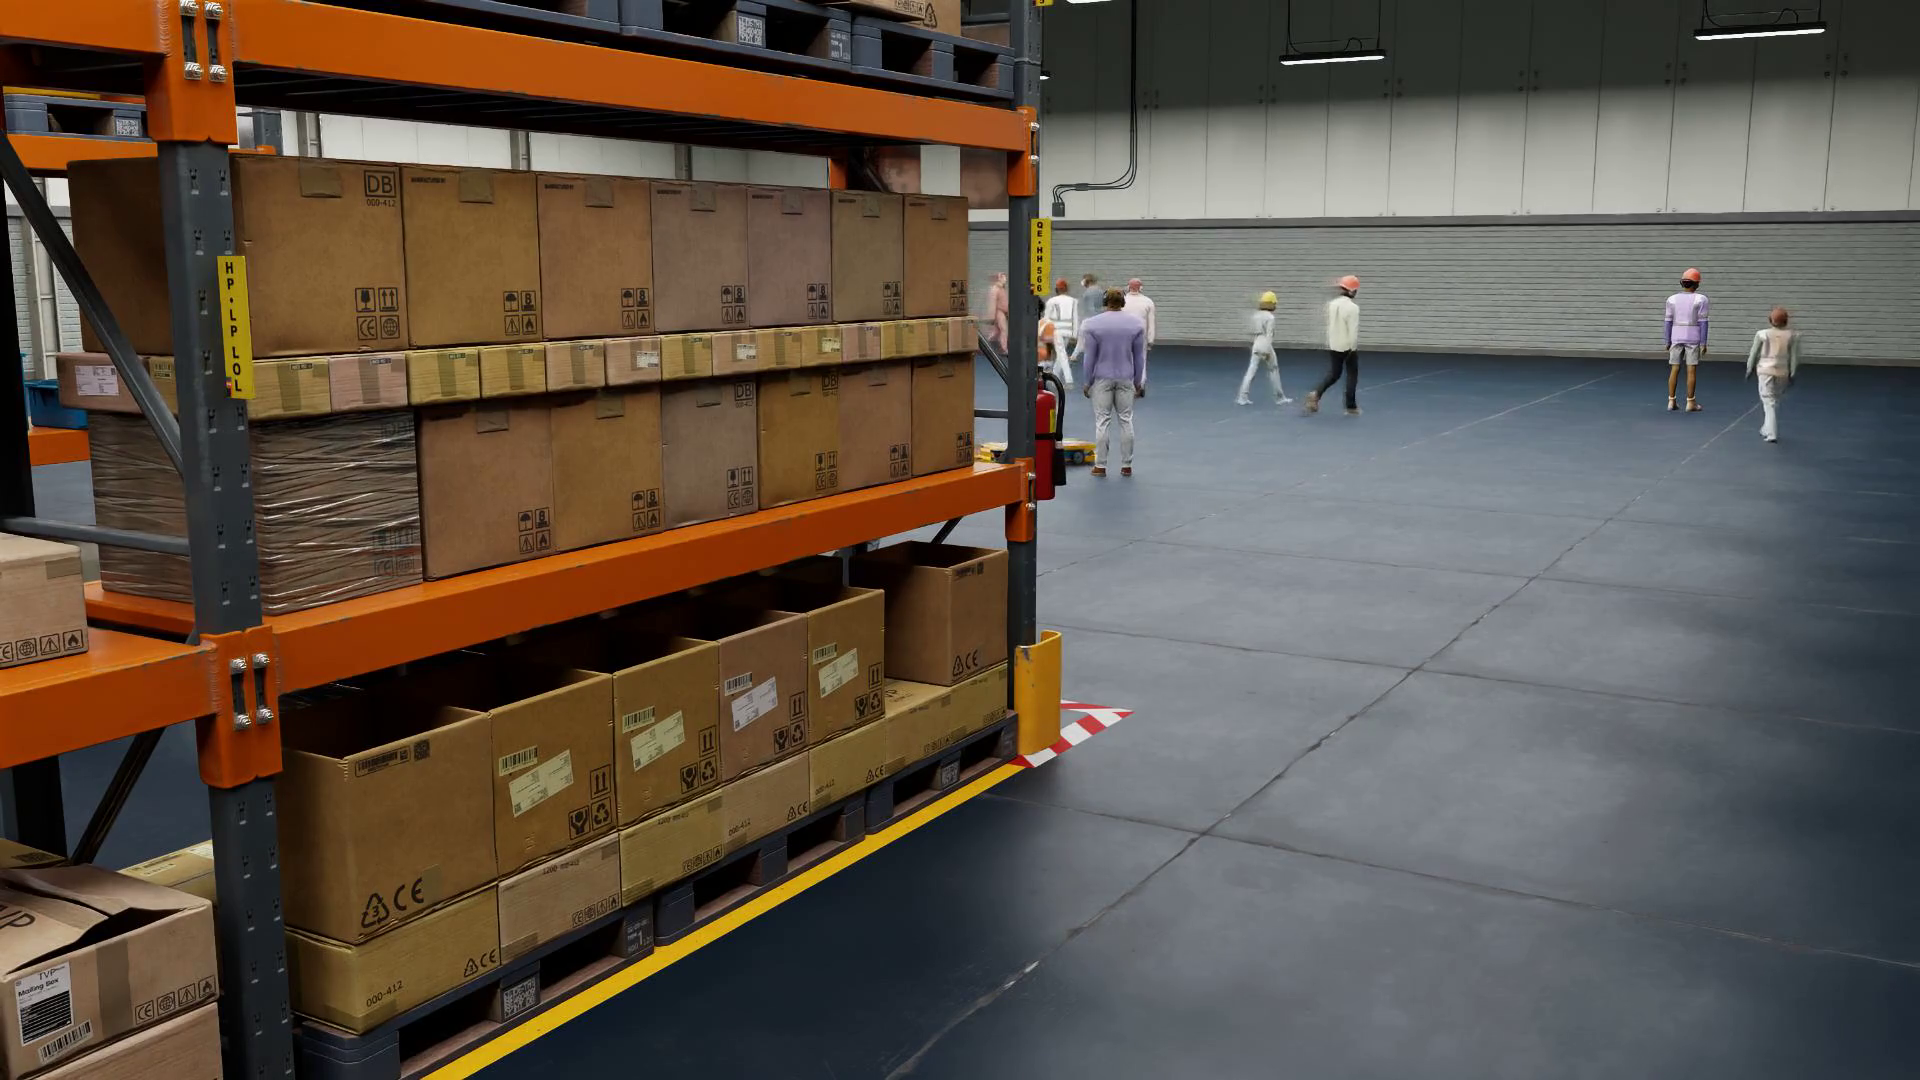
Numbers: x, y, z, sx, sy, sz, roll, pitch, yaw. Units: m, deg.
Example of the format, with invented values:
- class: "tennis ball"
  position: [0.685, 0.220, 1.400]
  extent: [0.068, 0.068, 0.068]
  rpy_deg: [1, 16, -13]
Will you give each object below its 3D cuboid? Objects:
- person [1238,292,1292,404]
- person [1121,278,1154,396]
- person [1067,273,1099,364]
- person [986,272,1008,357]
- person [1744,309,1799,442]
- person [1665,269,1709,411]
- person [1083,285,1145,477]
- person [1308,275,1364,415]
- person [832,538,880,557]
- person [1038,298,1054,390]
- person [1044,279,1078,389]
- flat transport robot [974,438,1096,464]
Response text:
- class: "person"
  position: [4.573, -2.873, 24.981]
  extent: [0.890, 1.698, 0.492]
  rpy_deg: [-5, 11, -27]
- class: "person"
  position: [2.725, -3.178, 26.243]
  extent: [0.641, 1.877, 0.748]
  rpy_deg: [0, 10, 2]
- class: "person"
  position: [2.665, -4.539, 34.190]
  extent: [1.034, 1.885, 0.653]
  rpy_deg: [2, 10, 10]
- class: "person"
  position: [0.832, -5.006, 36.920]
  extent: [0.799, 1.883, 0.656]
  rpy_deg: [3, 10, 17]
- class: "person"
  position: [9.804, -1.988, 20.079]
  extent: [0.522, 1.593, 0.857]
  rpy_deg: [1, 10, 7]
- class: "person"
  position: [10.464, -2.873, 23.953]
  extent: [0.605, 2.045, 0.376]
  rpy_deg: [9, 14, 44]
- class: "person"
  position: [1.549, -1.600, 16.809]
  extent: [0.633, 1.939, 0.368]
  rpy_deg: [-1, 10, -7]
- class: "person"
  position: [5.290, -2.705, 23.189]
  extent: [0.771, 1.969, 0.621]
  rpy_deg: [-5, 11, -28]
- class: "person"
  position: [-0.759, -0.616, 11.930]
  extent: [0.500, 1.636, 0.280]
  rpy_deg: [4, 10, 21]
- class: "person"
  position: [1.036, -2.426, 22.375]
  extent: [0.546, 1.681, 0.361]
  rpy_deg: [7, 12, 37]
- class: "person"
  position: [1.687, -3.459, 28.008]
  extent: [0.590, 1.840, 0.980]
  rpy_deg: [-6, 11, -31]
- class: "flat transport robot"
  position: [0.821, -0.940, 17.815]
  extent: [1.431, 0.197, 0.652]
  rpy_deg: [-6, 11, -31]
